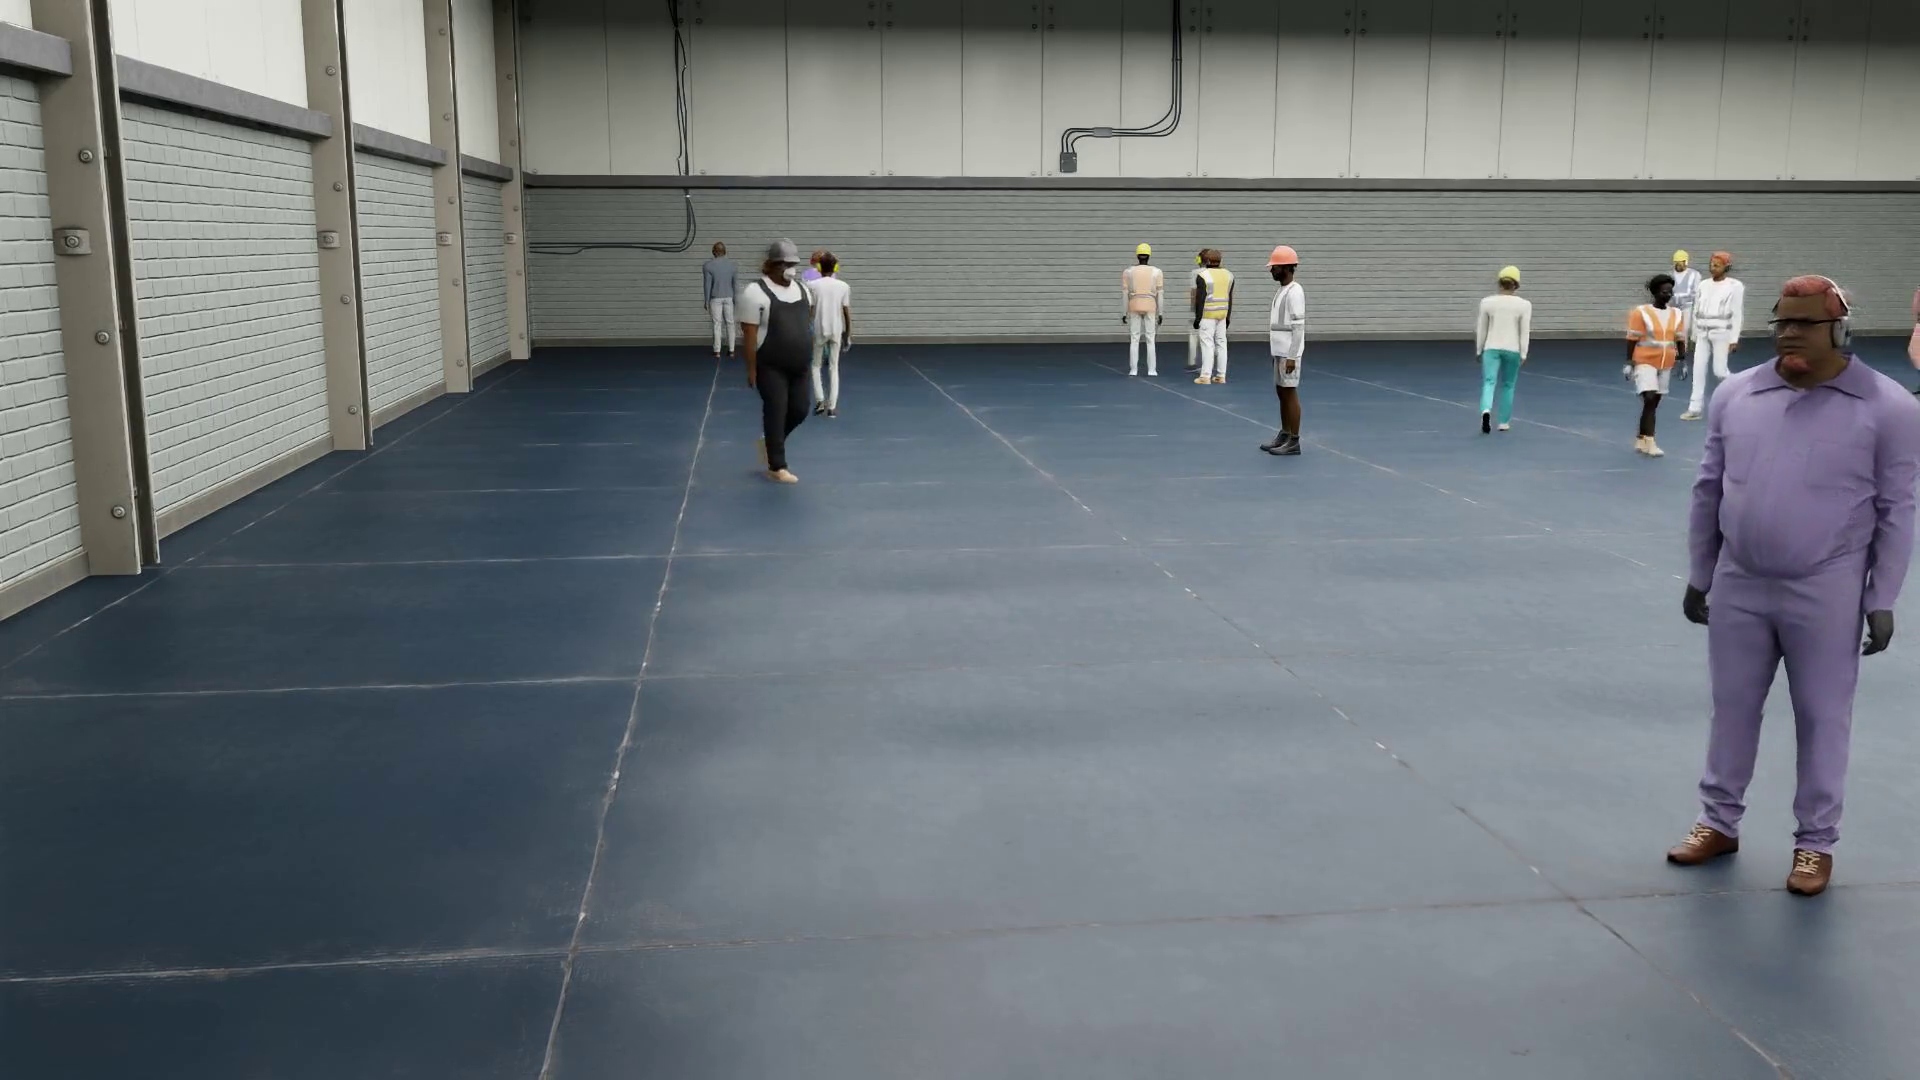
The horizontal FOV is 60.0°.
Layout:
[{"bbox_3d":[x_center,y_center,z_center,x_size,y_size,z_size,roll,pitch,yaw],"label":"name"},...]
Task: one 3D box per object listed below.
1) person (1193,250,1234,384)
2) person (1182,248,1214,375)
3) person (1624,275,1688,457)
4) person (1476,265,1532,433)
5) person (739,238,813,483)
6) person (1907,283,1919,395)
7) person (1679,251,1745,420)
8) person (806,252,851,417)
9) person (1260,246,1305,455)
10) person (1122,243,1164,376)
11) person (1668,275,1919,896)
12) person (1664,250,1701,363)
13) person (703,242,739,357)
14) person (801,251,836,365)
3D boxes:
[{"bbox_3d":[3.472,-3.072,22.961,0.634,1.841,0.429,-6,12,-31],"label":"person"},{"bbox_3d":[3.567,-3.385,24.656,0.553,1.840,0.796,-4,11,-19],"label":"person"},{"bbox_3d":[6.434,-1.586,15.246,0.557,1.668,0.709,-2,11,-12],"label":"person"},{"bbox_3d":[5.585,-1.960,17.145,0.532,1.736,0.782,4,11,23],"label":"person"},{"bbox_3d":[-1.533,-1.512,13.859,0.691,2.000,0.740,-9,14,-41],"label":"person"},{"bbox_3d":[12.454,-2.774,21.267,0.658,1.867,0.502,-10,14,-42],"label":"person"},{"bbox_3d":[8.360,-2.254,18.405,0.726,1.866,0.597,-5,12,-27],"label":"person"},{"bbox_3d":[-1.491,-2.310,18.767,0.534,1.849,0.480,-2,11,-11],"label":"person"},{"bbox_3d":[3.004,-1.755,15.477,0.376,1.935,0.550,-1,10,-4],"label":"person"},{"bbox_3d":[2.656,-3.337,24.185,0.594,1.922,0.386,1,10,7],"label":"person"},{"bbox_3d":[2.569,0.140,5.175,0.403,1.906,0.651,-10,14,-43],"label":"person"},{"bbox_3d":[11.498,-3.731,26.660,0.619,1.805,0.592,7,13,35],"label":"person"},{"bbox_3d":[-4.041,-4.057,28.095,0.632,1.940,0.372,-6,12,-30],"label":"person"},{"bbox_3d":[-2.219,-3.678,26.387,0.571,1.812,0.874,-3,11,-17],"label":"person"}]
